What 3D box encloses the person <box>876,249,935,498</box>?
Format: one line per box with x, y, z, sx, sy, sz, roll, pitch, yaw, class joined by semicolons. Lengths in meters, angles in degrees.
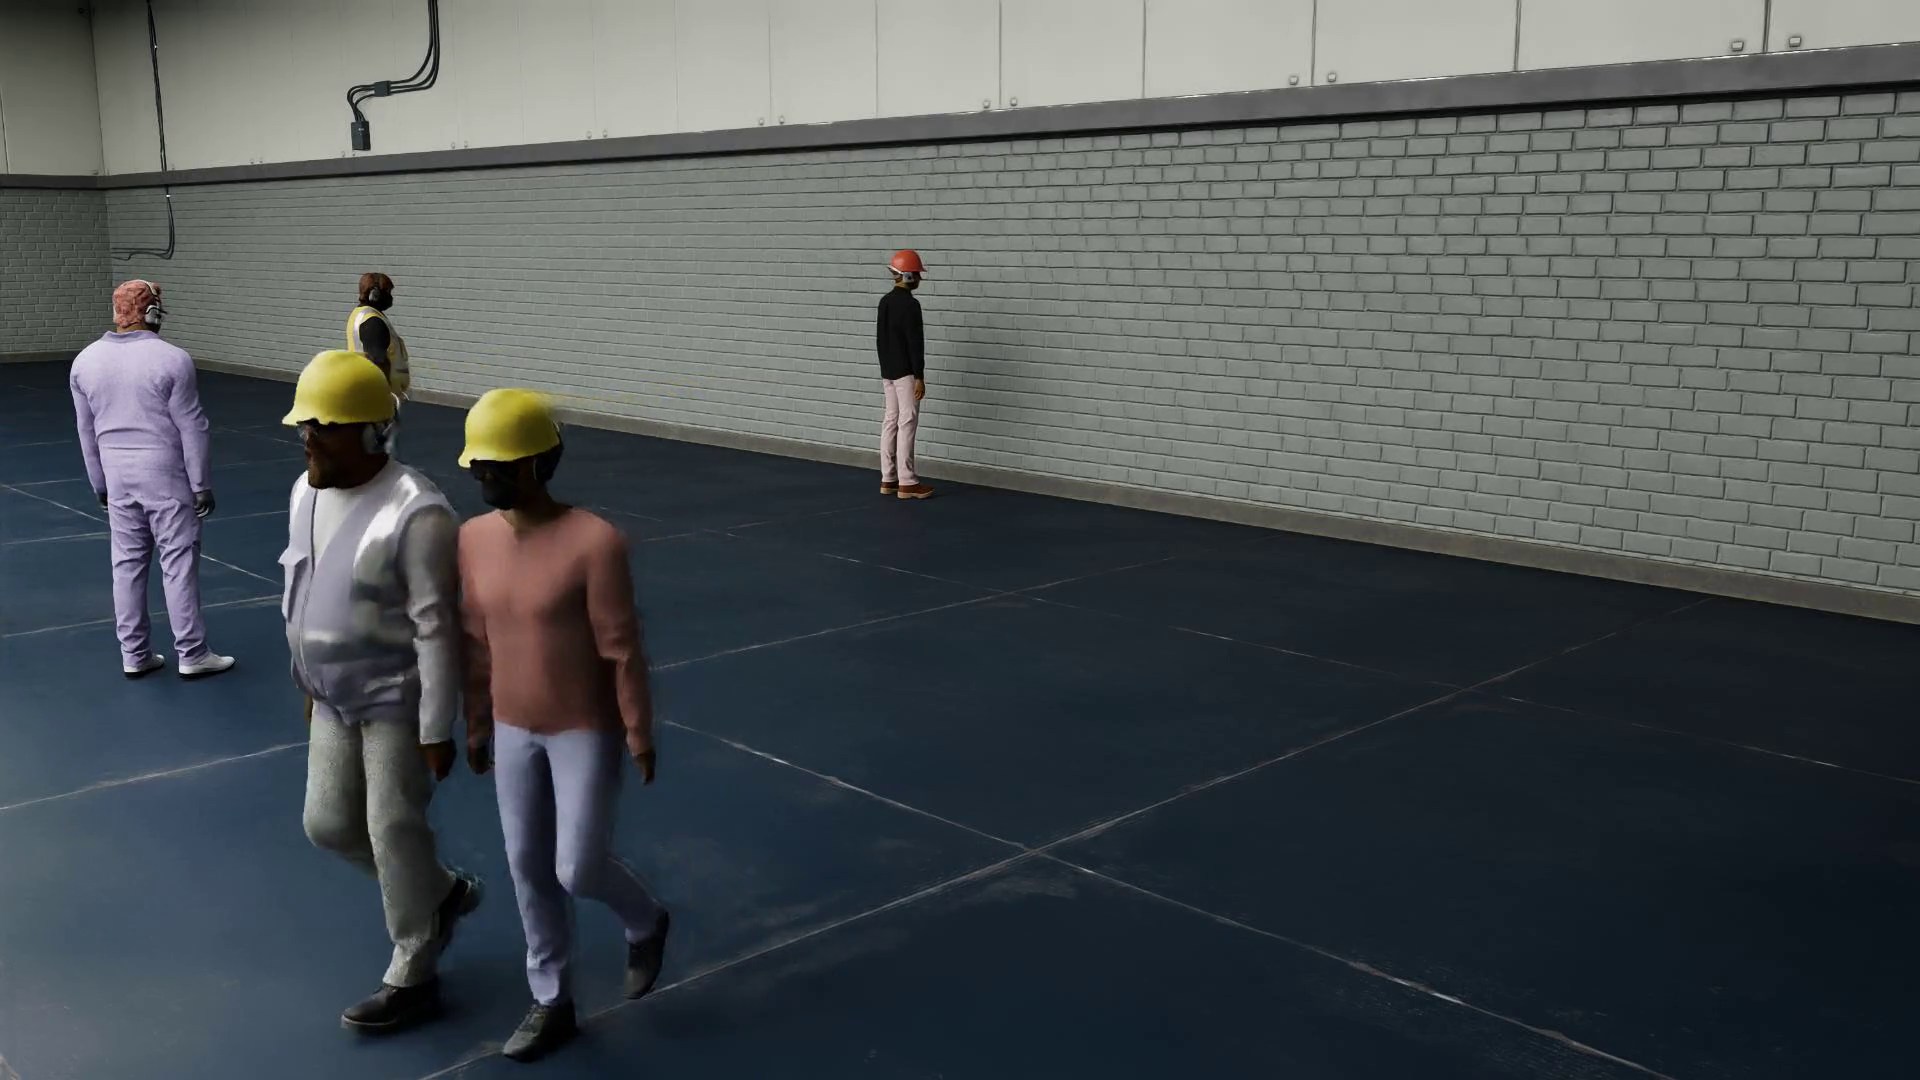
-0.446;-1.351;13.521;0.394;1.992;0.622;-6;12;-30;person

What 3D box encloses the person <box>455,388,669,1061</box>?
-1.021;0.471;4.259;0.566;1.741;0.531;4;11;23;person

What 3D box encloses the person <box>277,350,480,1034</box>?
-1.536;0.401;4.424;0.628;1.821;0.500;8;13;36;person

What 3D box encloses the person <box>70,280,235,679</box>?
-3.850;-0.283;7.953;0.638;1.903;0.409;2;11;9;person

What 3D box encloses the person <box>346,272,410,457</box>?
-4.313;-1.066;12.389;0.429;1.842;0.622;-6;12;-29;person
